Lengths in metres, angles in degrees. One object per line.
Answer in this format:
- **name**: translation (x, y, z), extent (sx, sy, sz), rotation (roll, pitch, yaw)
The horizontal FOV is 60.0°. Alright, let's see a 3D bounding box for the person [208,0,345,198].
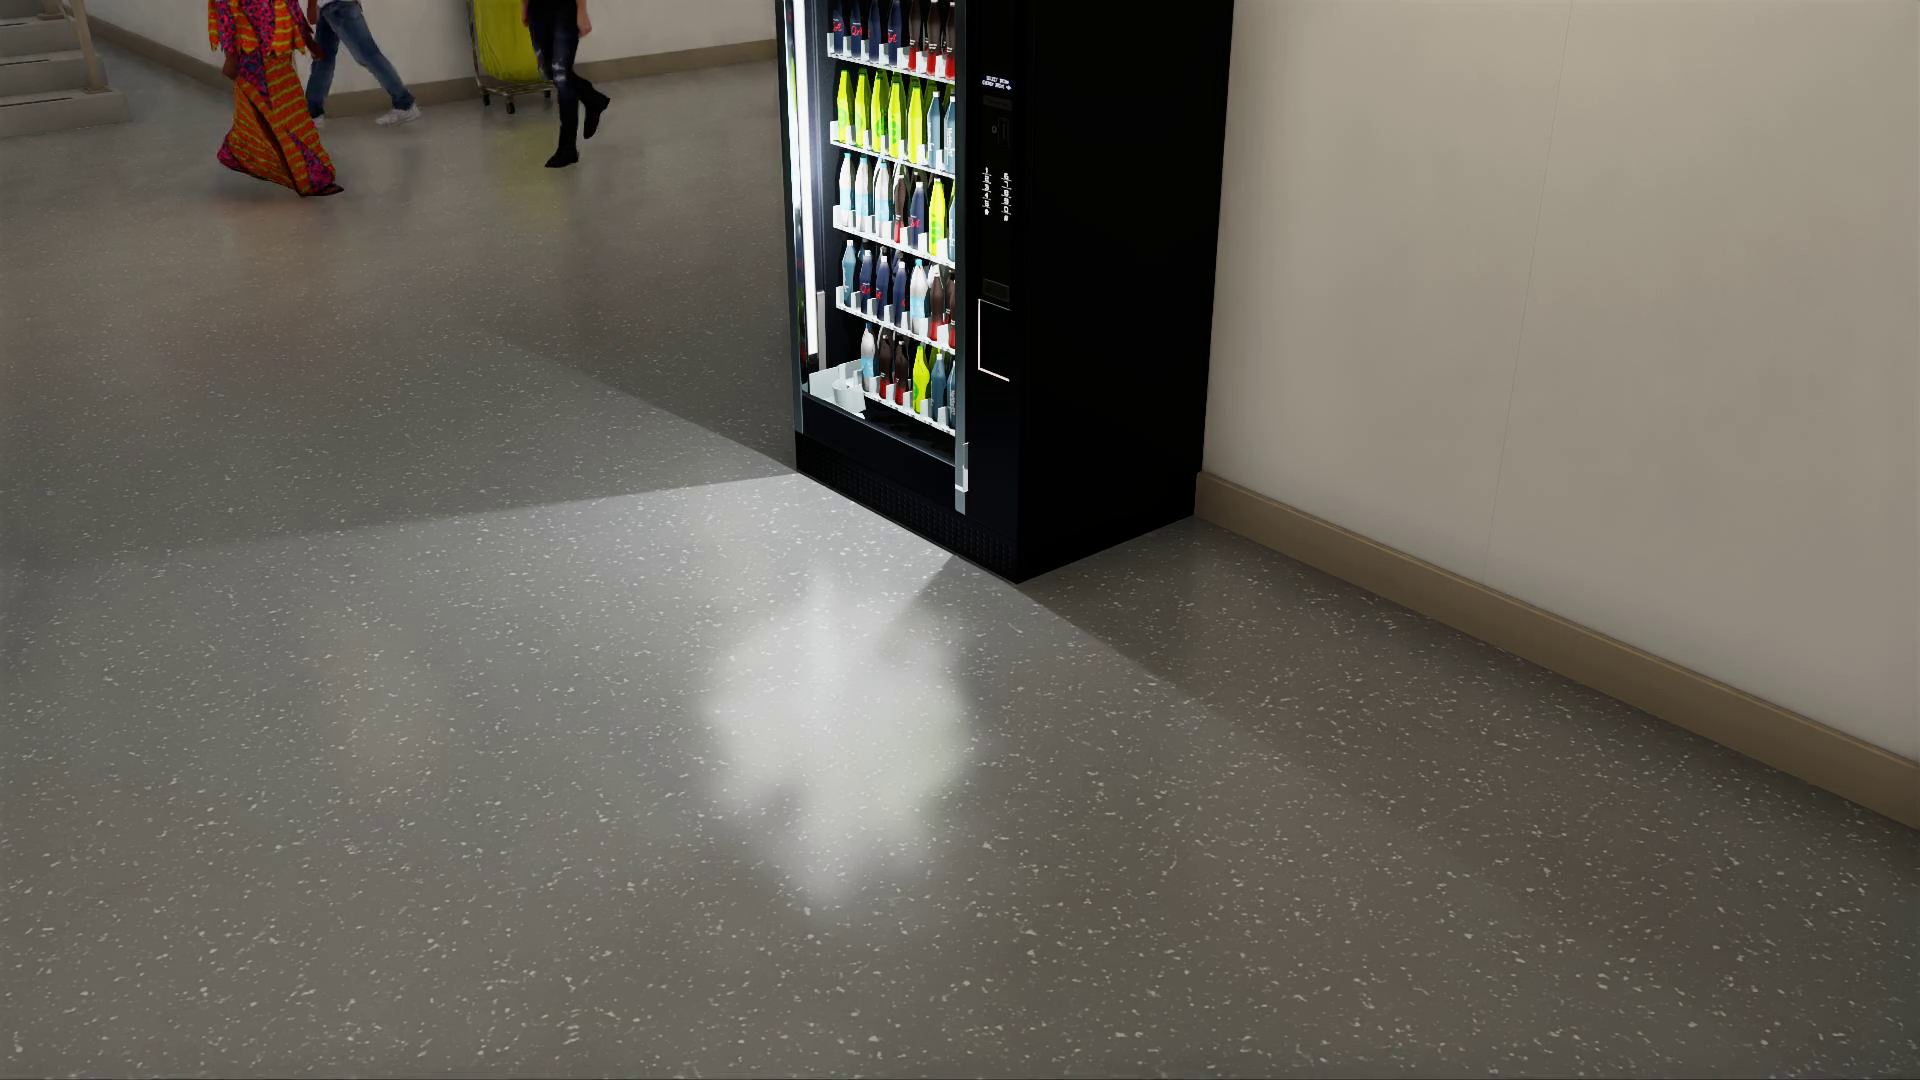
- **person**: translation (-4.004, -2.805, 9.455), extent (1.251, 1.670, 1.103), rotation (5, 26, 9)

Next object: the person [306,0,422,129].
- **person**: translation (-4.009, -3.566, 10.931), extent (1.115, 1.759, 1.204), rotation (-4, 26, -9)

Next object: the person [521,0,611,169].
- **person**: translation (-2.412, -3.260, 10.164), extent (1.076, 1.873, 0.991), rotation (17, 31, 31)
